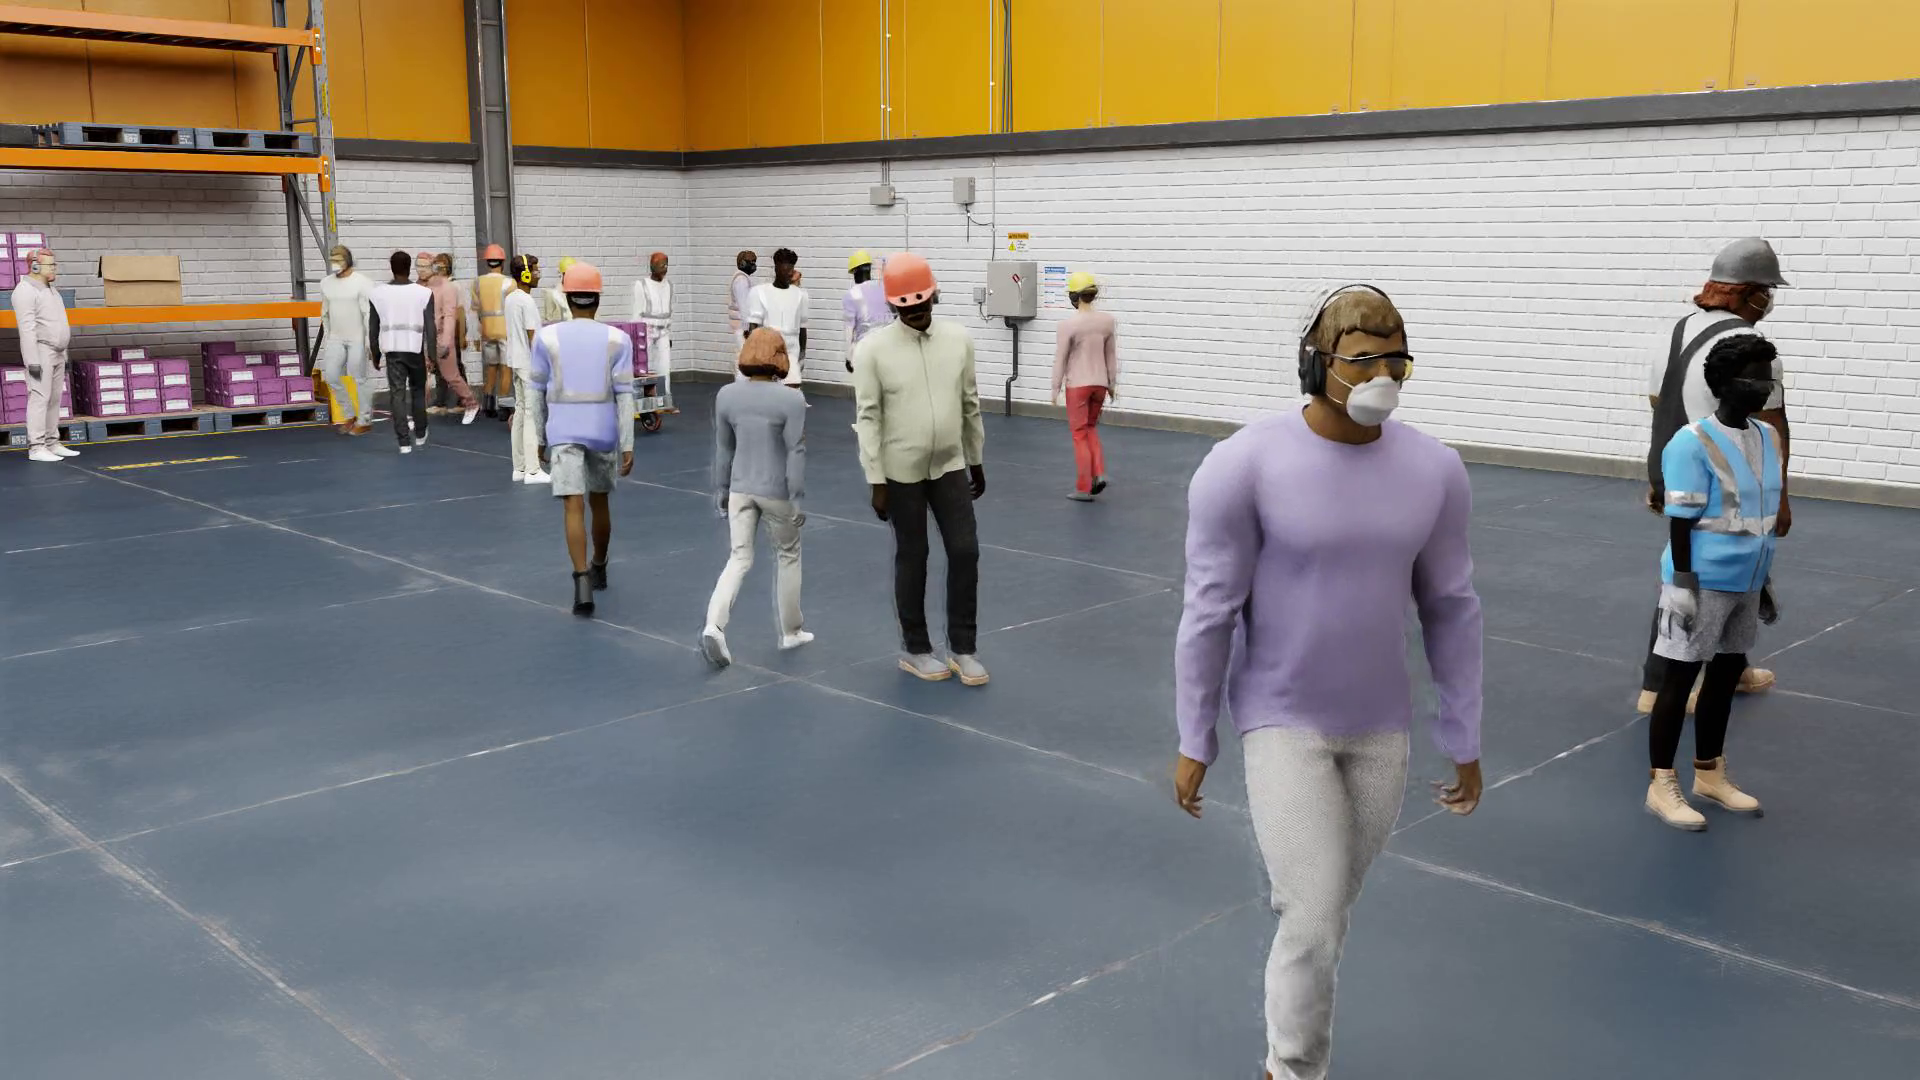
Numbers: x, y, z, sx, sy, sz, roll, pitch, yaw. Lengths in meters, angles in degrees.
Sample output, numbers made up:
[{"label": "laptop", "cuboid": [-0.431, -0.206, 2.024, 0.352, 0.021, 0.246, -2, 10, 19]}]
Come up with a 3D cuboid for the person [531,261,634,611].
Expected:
[{"label": "person", "cuboid": [-2.056, -0.577, 9.142, 0.544, 1.892, 1.005, -3, 11, -18]}]

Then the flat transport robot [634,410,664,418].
[{"label": "flat transport robot", "cuboid": [-4.091, -1.496, 18.531, 1.431, 0.197, 0.652, 2, 11, 12]}]

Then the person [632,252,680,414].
[{"label": "person", "cuboid": [-3.551, -2.365, 19.054, 0.592, 1.855, 0.890, -10, 14, -43]}]

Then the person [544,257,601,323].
[{"label": "person", "cuboid": [-4.418, -2.324, 18.927, 0.589, 1.782, 0.951, -9, 14, -41]}]

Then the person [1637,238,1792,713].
[{"label": "person", "cuboid": [3.290, -0.273, 7.032, 0.871, 2.000, 0.702, -1, 10, -5]}]

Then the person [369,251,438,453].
[{"label": "person", "cuboid": [-5.260, -1.783, 15.742, 0.616, 1.861, 0.990, -3, 11, -13]}]

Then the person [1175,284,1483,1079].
[{"label": "person", "cuboid": [0.824, 0.438, 3.480, 0.662, 1.916, 0.701, -4, 11, -19]}]

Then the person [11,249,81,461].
[{"label": "person", "cuboid": [-8.227, -1.664, 15.003, 0.399, 1.903, 0.651, -1, 10, -6]}]

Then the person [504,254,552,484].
[{"label": "person", "cuboid": [-3.529, -1.394, 13.615, 0.328, 1.872, 0.514, -8, 13, -37]}]

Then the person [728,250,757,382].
[{"label": "person", "cuboid": [-2.569, -2.556, 20.030, 0.428, 1.839, 0.631, -2, 11, -9]}]

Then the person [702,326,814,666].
[{"label": "person", "cuboid": [-0.975, -0.212, 7.918, 0.501, 1.602, 0.769, 4, 11, 22]}]

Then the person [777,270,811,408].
[{"label": "person", "cuboid": [-1.997, -2.332, 19.357, 0.466, 1.622, 0.535, -1, 10, -5]}]

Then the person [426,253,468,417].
[{"label": "person", "cuboid": [-5.836, -2.289, 18.631, 0.759, 1.815, 0.603, -7, 13, -35]}]

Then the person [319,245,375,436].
[{"label": "person", "cuboid": [-6.147, -1.991, 16.719, 0.651, 1.920, 0.531, 3, 11, 14]}]

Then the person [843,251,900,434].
[{"label": "person", "cuboid": [-0.872, -1.838, 16.056, 0.654, 1.853, 0.966, -8, 13, -37]}]

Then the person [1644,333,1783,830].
[{"label": "person", "cuboid": [2.616, 0.136, 5.727, 0.573, 1.699, 0.317, -6, 12, -30]}]

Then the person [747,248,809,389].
[{"label": "person", "cuboid": [-1.699, -1.765, 15.550, 0.613, 1.908, 1.061, -3, 11, -16]}]

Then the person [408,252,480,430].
[{"label": "person", "cuboid": [-5.511, -2.107, 17.552, 0.637, 1.860, 0.970, 4, 11, 21]}]

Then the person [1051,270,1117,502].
[{"label": "person", "cuboid": [0.931, -1.164, 12.655, 0.550, 1.751, 0.368, -7, 12, -32]}]

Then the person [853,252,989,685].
[{"label": "person", "cuboid": [-0.114, -0.294, 7.405, 0.681, 1.945, 0.655, -5, 12, -26]}]

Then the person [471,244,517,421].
[{"label": "person", "cuboid": [-5.007, -2.247, 18.128, 0.576, 1.920, 0.401, 2, 11, 11]}]
